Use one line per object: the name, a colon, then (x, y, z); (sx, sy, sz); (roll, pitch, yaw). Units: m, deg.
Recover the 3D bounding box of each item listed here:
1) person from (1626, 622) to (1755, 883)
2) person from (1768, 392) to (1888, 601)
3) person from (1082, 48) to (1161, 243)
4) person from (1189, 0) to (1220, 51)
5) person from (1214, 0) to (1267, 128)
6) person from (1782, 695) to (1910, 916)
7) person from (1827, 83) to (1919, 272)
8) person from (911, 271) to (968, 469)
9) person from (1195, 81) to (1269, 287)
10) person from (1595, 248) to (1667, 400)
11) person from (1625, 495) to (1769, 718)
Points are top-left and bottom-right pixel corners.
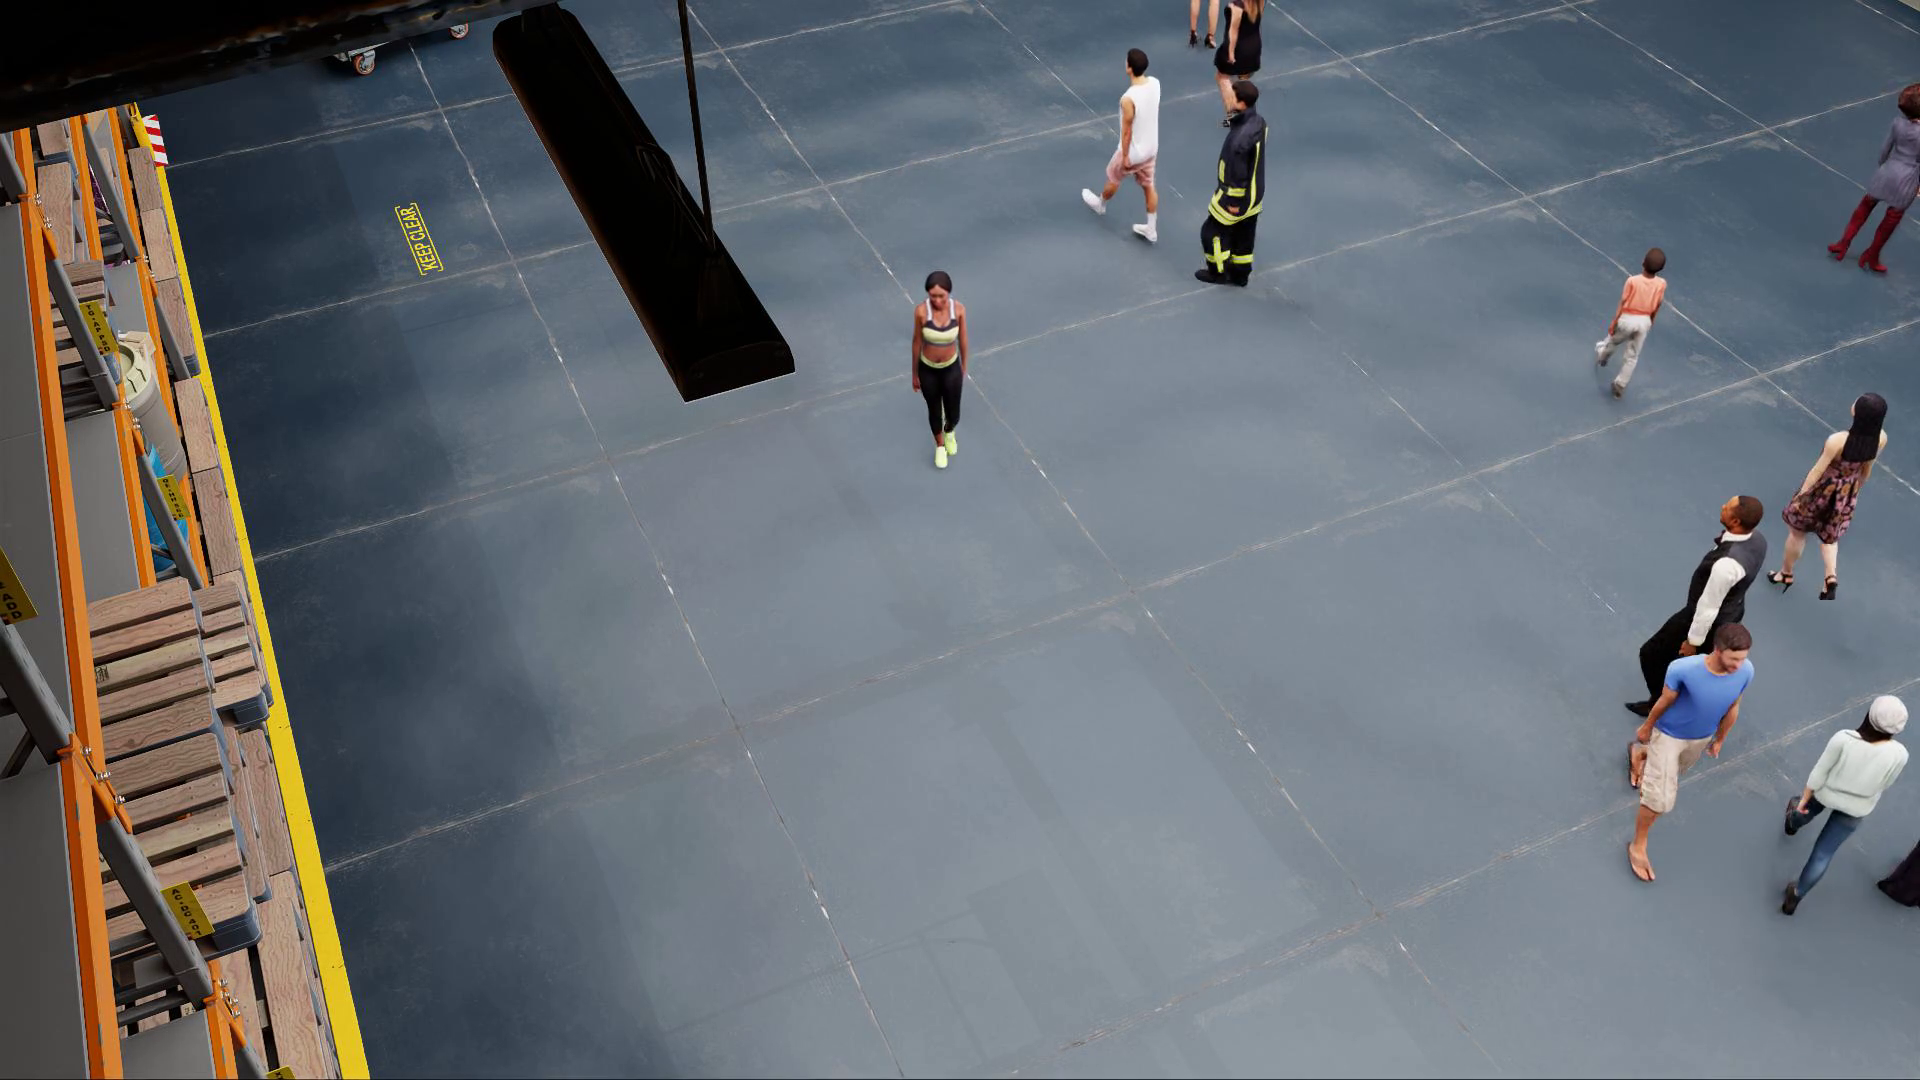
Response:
person: (4.263, 1.060, 9.874); (0.971, 1.837, 1.285); (-1, 44, -1)
person: (5.932, -0.225, 11.278); (0.727, 1.762, 0.894); (-10, 44, -10)
person: (1.622, -3.425, 14.657); (0.824, 1.734, 1.167); (-30, 51, -28)
person: (2.600, -6.000, 17.296); (0.651, 1.822, 0.743); (21, 48, 21)
person: (2.788, -4.707, 16.022); (0.737, 1.706, 0.724); (-31, 52, -28)
person: (5.049, 1.547, 9.533); (1.064, 1.603, 1.048); (20, 47, 20)
person: (8.099, -3.079, 14.321); (0.779, 1.697, 0.560); (-12, 45, -13)
person: (-0.158, -1.321, 12.443); (0.682, 1.742, 0.738); (-1, 44, -1)
person: (2.440, -2.949, 14.029); (0.983, 1.911, 0.936); (16, 46, 16)
person: (5.337, -1.687, 13.157); (0.781, 1.287, 0.899); (7, 44, 7)
person: (4.746, 0.542, 10.373); (0.837, 1.900, 0.857); (-34, 53, -31)
